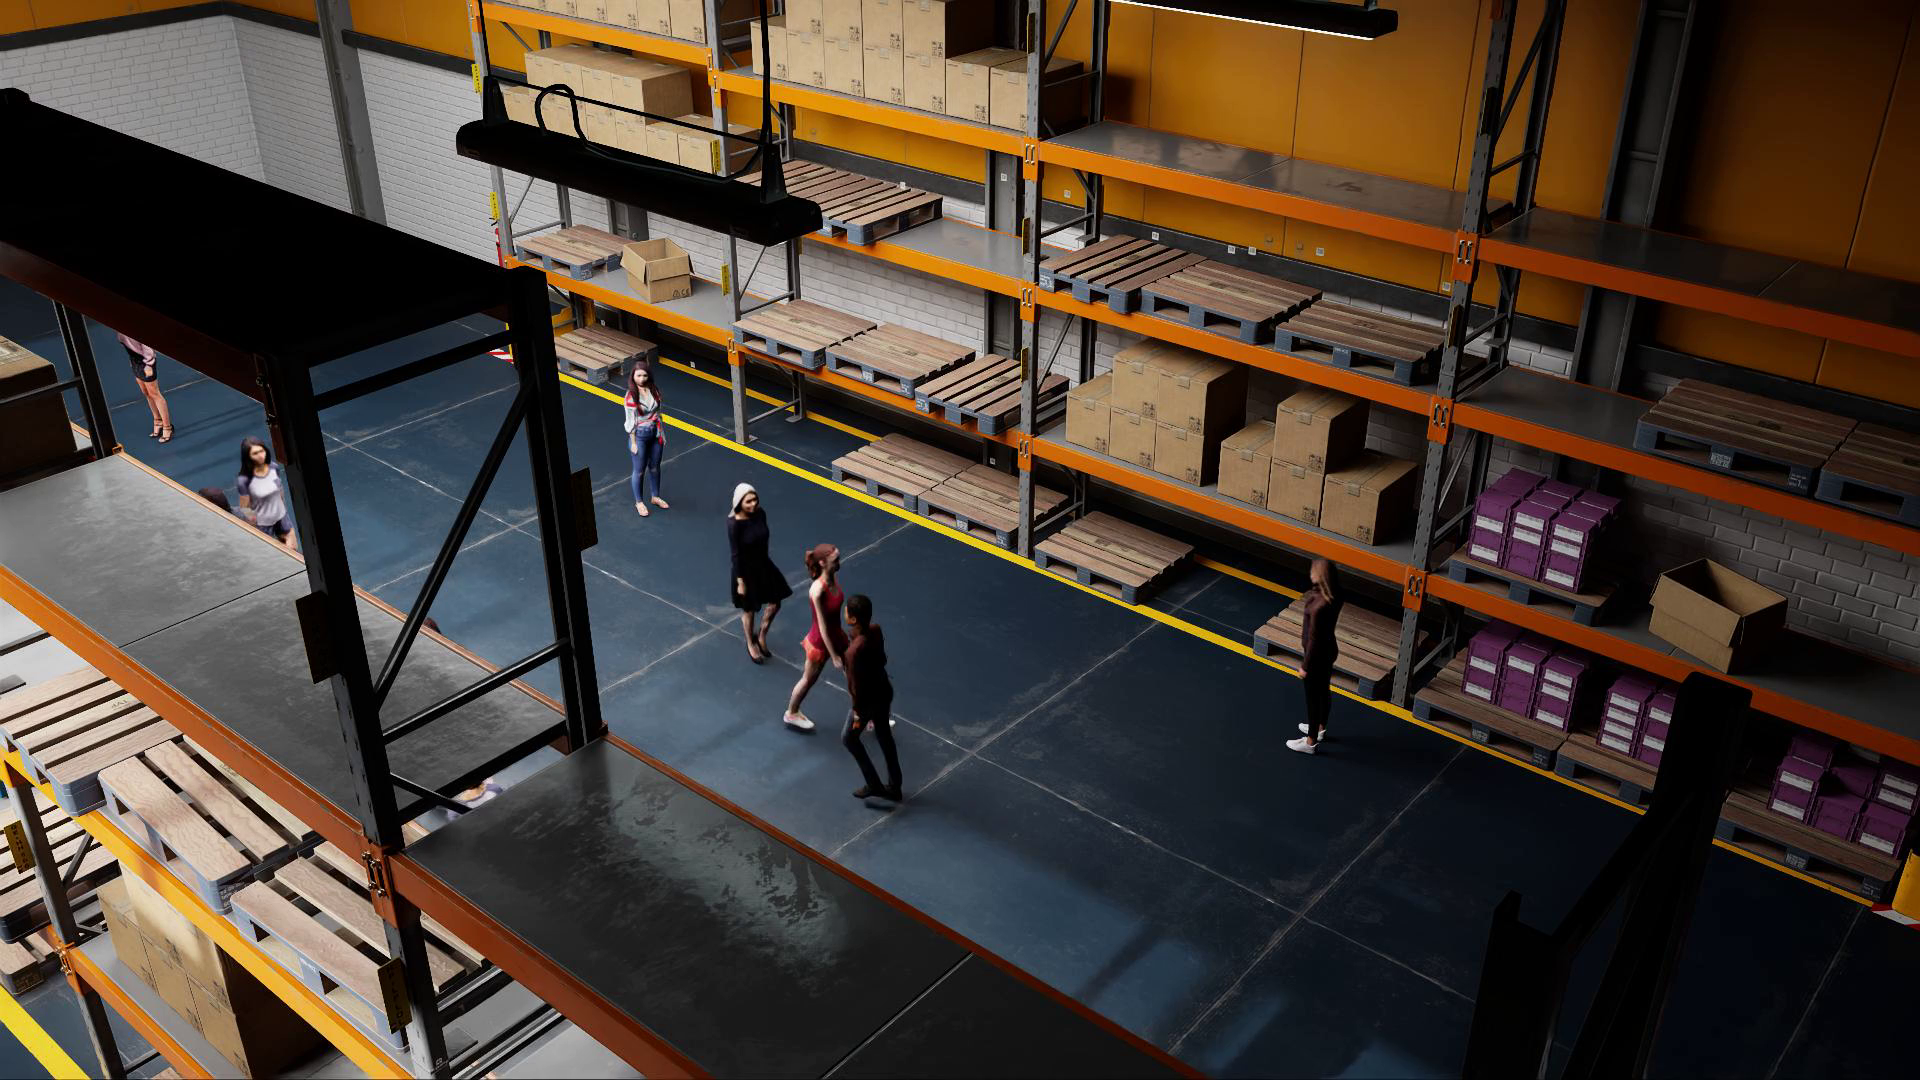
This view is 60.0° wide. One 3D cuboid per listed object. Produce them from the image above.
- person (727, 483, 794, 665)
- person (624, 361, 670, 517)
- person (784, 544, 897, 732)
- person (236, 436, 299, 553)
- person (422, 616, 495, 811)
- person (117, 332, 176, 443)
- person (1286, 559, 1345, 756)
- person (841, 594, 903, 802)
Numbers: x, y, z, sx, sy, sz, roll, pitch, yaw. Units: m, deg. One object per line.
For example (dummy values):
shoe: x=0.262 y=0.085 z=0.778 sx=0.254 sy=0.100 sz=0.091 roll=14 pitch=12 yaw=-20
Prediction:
person: x=-1.828 y=0.275 z=14.223 sx=0.642 sy=1.733 sz=0.630 roll=23 pitch=36 yaw=36
person: x=-3.174 y=-1.046 z=16.772 sx=0.612 sy=1.612 sz=0.549 roll=-23 pitch=36 yaw=-36
person: x=-1.145 y=0.822 z=13.253 sx=1.216 sy=1.703 sz=0.833 roll=10 pitch=30 yaw=18
person: x=-6.328 y=-0.183 z=15.112 sx=0.996 sy=1.686 sz=0.719 roll=14 pitch=32 yaw=24
person: x=-3.752 y=1.344 z=12.257 sx=1.109 sy=1.740 sz=0.605 roll=23 pitch=36 yaw=35
person: x=-8.929 y=-1.936 z=18.196 sx=0.472 sy=1.811 sz=0.692 roll=24 pitch=37 yaw=37
person: x=2.837 y=0.911 z=13.088 sx=0.524 sy=1.704 sz=0.618 roll=19 pitch=34 yaw=31
person: x=-0.618 y=1.217 z=12.476 sx=0.737 sy=1.754 sz=0.729 roll=13 pitch=31 yaw=22
